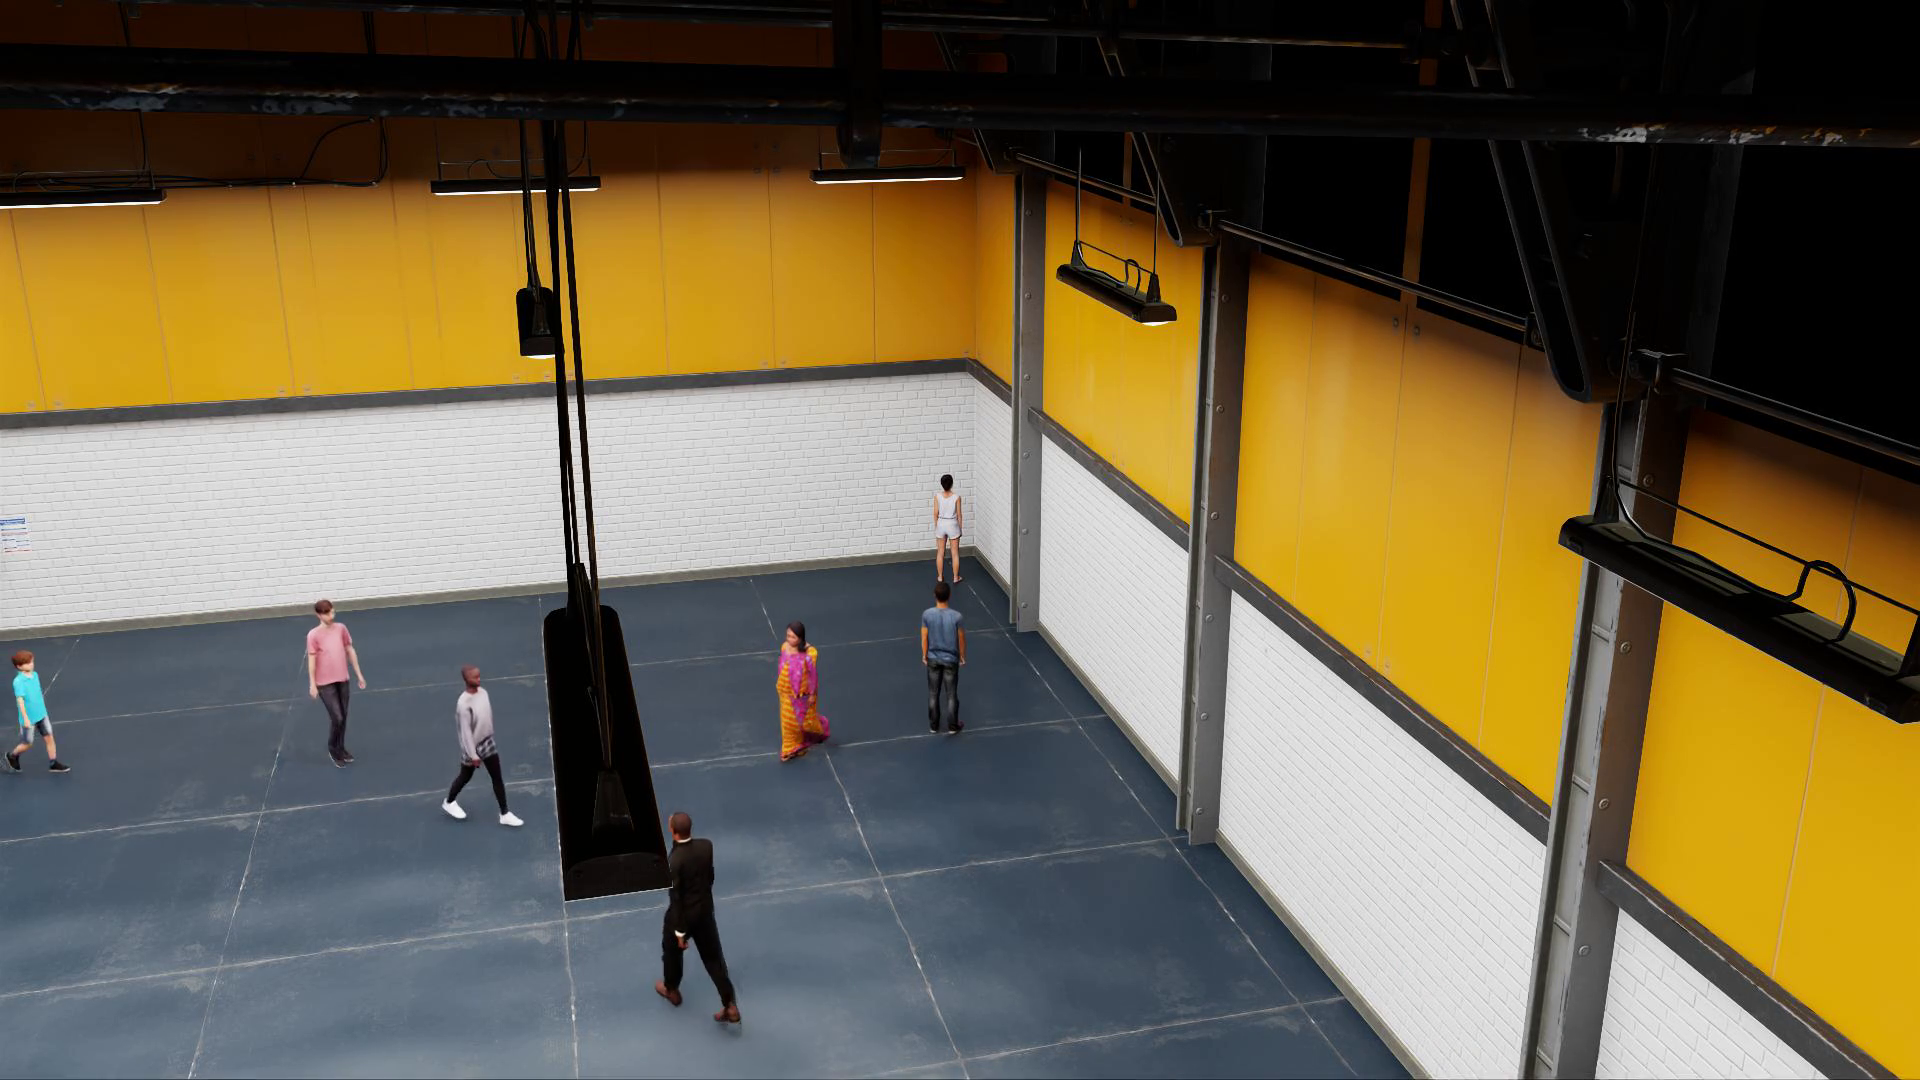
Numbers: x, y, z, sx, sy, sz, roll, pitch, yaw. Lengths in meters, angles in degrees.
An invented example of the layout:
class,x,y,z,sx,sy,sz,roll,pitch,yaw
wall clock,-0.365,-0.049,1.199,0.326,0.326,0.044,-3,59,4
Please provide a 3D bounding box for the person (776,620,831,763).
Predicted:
class,x,y,z,sx,sy,sz,roll,pitch,yaw
person,-1.751,1.642,18.481,0.976,1.663,1.031,12,22,32

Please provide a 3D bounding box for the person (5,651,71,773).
class,x,y,z,sx,sy,sz,roll,pitch,yaw
person,-10.165,1.892,18.110,0.852,1.426,0.904,4,19,13

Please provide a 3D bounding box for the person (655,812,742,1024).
class,x,y,z,sx,sy,sz,roll,pitch,yaw
person,-2.142,3.142,13.708,1.360,1.867,1.109,17,25,41

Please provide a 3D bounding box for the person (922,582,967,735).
class,x,y,z,sx,sy,sz,roll,pitch,yaw
person,-0.196,1.355,19.107,0.732,1.807,0.694,3,19,10

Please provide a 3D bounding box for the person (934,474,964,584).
class,x,y,z,sx,sy,sz,roll,pitch,yaw
person,-0.178,-0.174,23.961,0.645,1.607,0.655,4,19,10

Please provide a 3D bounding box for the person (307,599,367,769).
class,x,y,z,sx,sy,sz,roll,pitch,yaw
person,-6.978,1.542,18.342,0.871,1.942,0.813,11,21,29

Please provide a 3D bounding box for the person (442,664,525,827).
class,x,y,z,sx,sy,sz,roll,pitch,yaw
person,-5.024,2.107,16.994,1.156,1.732,1.179,7,20,21
